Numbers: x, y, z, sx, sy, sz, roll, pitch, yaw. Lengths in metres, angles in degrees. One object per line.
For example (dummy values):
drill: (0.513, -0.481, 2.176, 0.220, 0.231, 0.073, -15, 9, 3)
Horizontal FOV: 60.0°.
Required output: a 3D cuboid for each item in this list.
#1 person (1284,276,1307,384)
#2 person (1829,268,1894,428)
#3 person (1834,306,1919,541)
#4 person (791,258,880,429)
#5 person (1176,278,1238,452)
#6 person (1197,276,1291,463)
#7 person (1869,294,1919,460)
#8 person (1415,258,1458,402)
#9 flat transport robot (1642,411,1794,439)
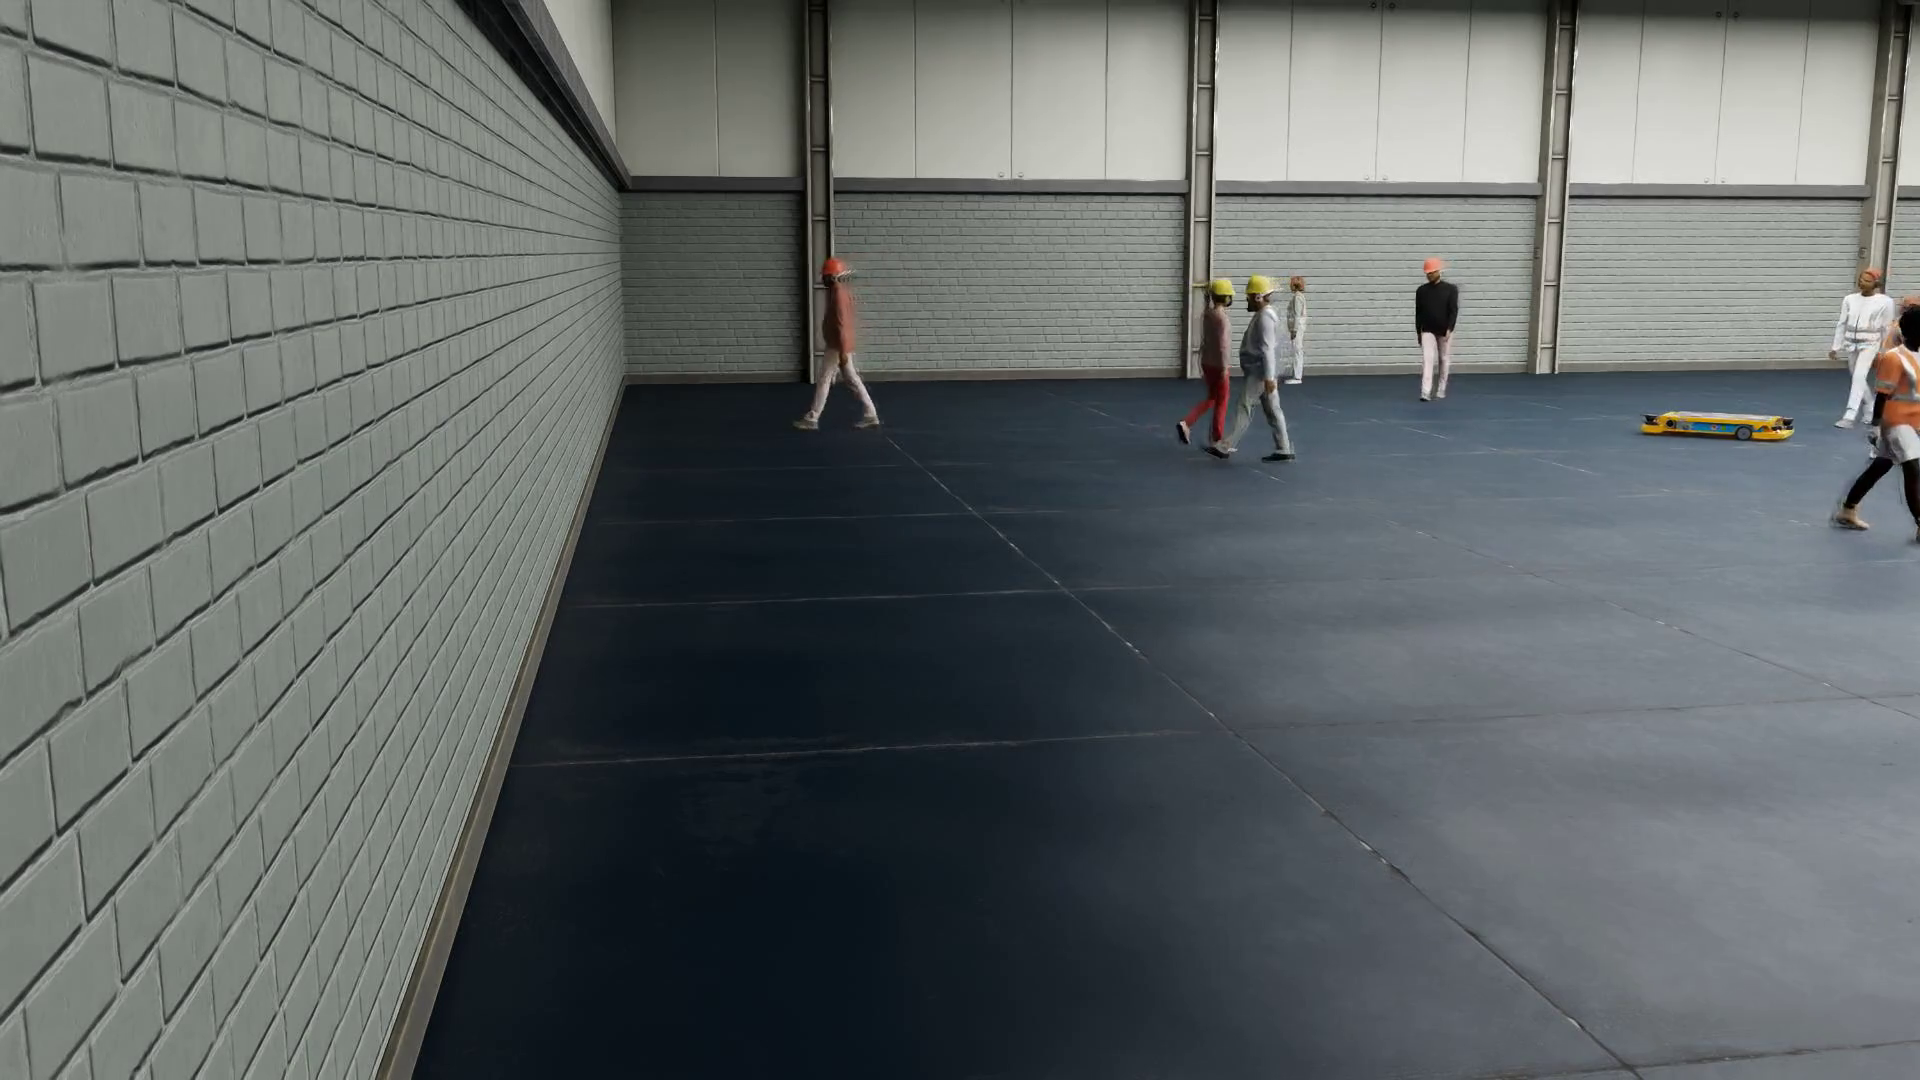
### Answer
person: (5.127, -3.190, 25.362, 0.307, 1.641, 0.514, 2, 10, 11)
person: (10.463, -2.221, 19.232, 0.974, 1.842, 0.578, -6, 11, -29)
person: (6.656, -0.833, 11.785, 0.537, 1.646, 0.887, -7, 12, -37)
person: (-1.385, -2.225, 18.945, 1.012, 1.949, 0.646, 0, 10, -2)
person: (2.516, -1.747, 16.716, 0.514, 1.753, 0.533, -3, 10, -14)
person: (2.746, -1.607, 15.831, 0.928, 1.780, 0.605, 2, 10, 13)
person: (9.031, -1.556, 15.996, 0.419, 1.618, 0.538, 4, 11, 23)
person: (6.471, -2.853, 22.611, 0.602, 1.930, 1.058, 5, 11, 26)
flat transport robot: (8.305, -1.266, 18.221, 1.431, 0.197, 0.652, 7, 12, 34)
